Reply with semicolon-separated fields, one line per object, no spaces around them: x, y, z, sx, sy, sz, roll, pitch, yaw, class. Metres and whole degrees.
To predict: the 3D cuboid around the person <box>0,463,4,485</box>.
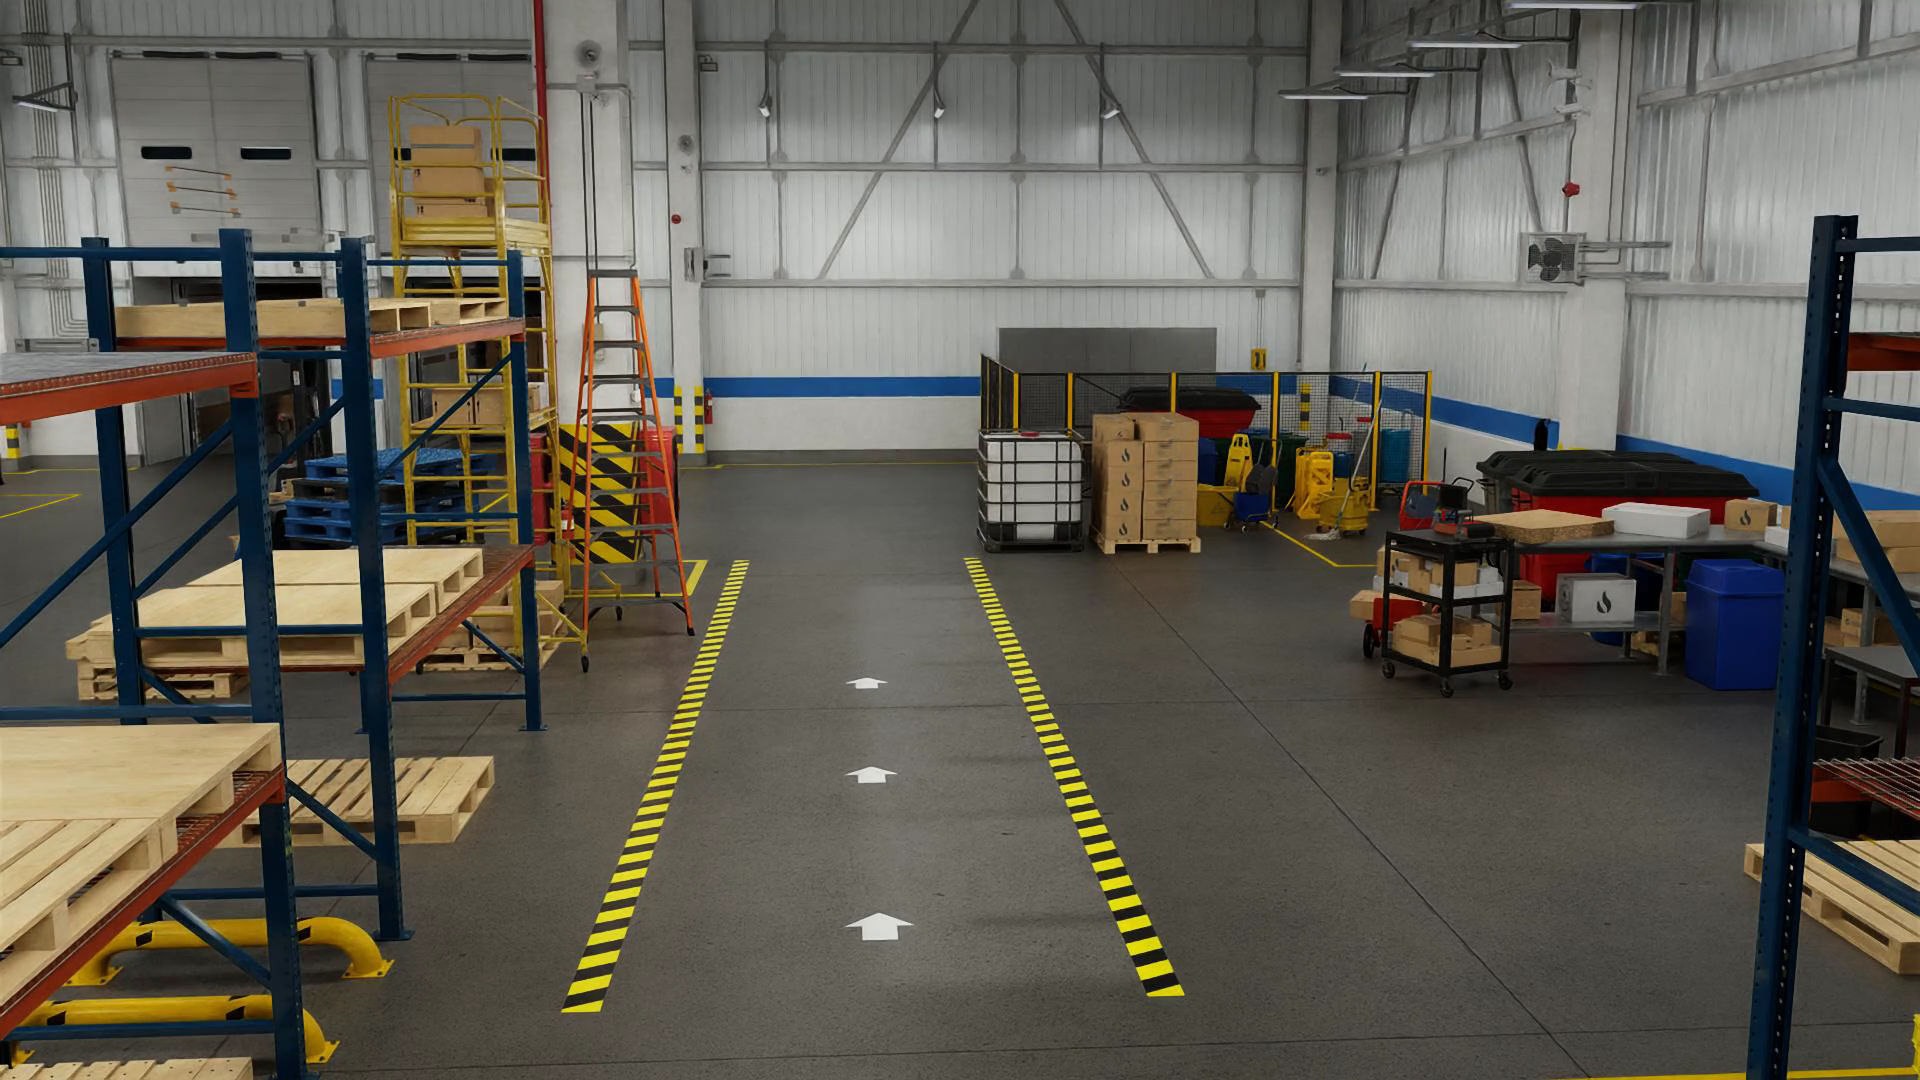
-13.404;-1.678;22.667;0.542;1.929;0.395;2;9;13;person

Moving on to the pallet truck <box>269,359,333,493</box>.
-7.062;-1.131;18.996;1.885;1.965;0.823;2;9;13;pallet truck
